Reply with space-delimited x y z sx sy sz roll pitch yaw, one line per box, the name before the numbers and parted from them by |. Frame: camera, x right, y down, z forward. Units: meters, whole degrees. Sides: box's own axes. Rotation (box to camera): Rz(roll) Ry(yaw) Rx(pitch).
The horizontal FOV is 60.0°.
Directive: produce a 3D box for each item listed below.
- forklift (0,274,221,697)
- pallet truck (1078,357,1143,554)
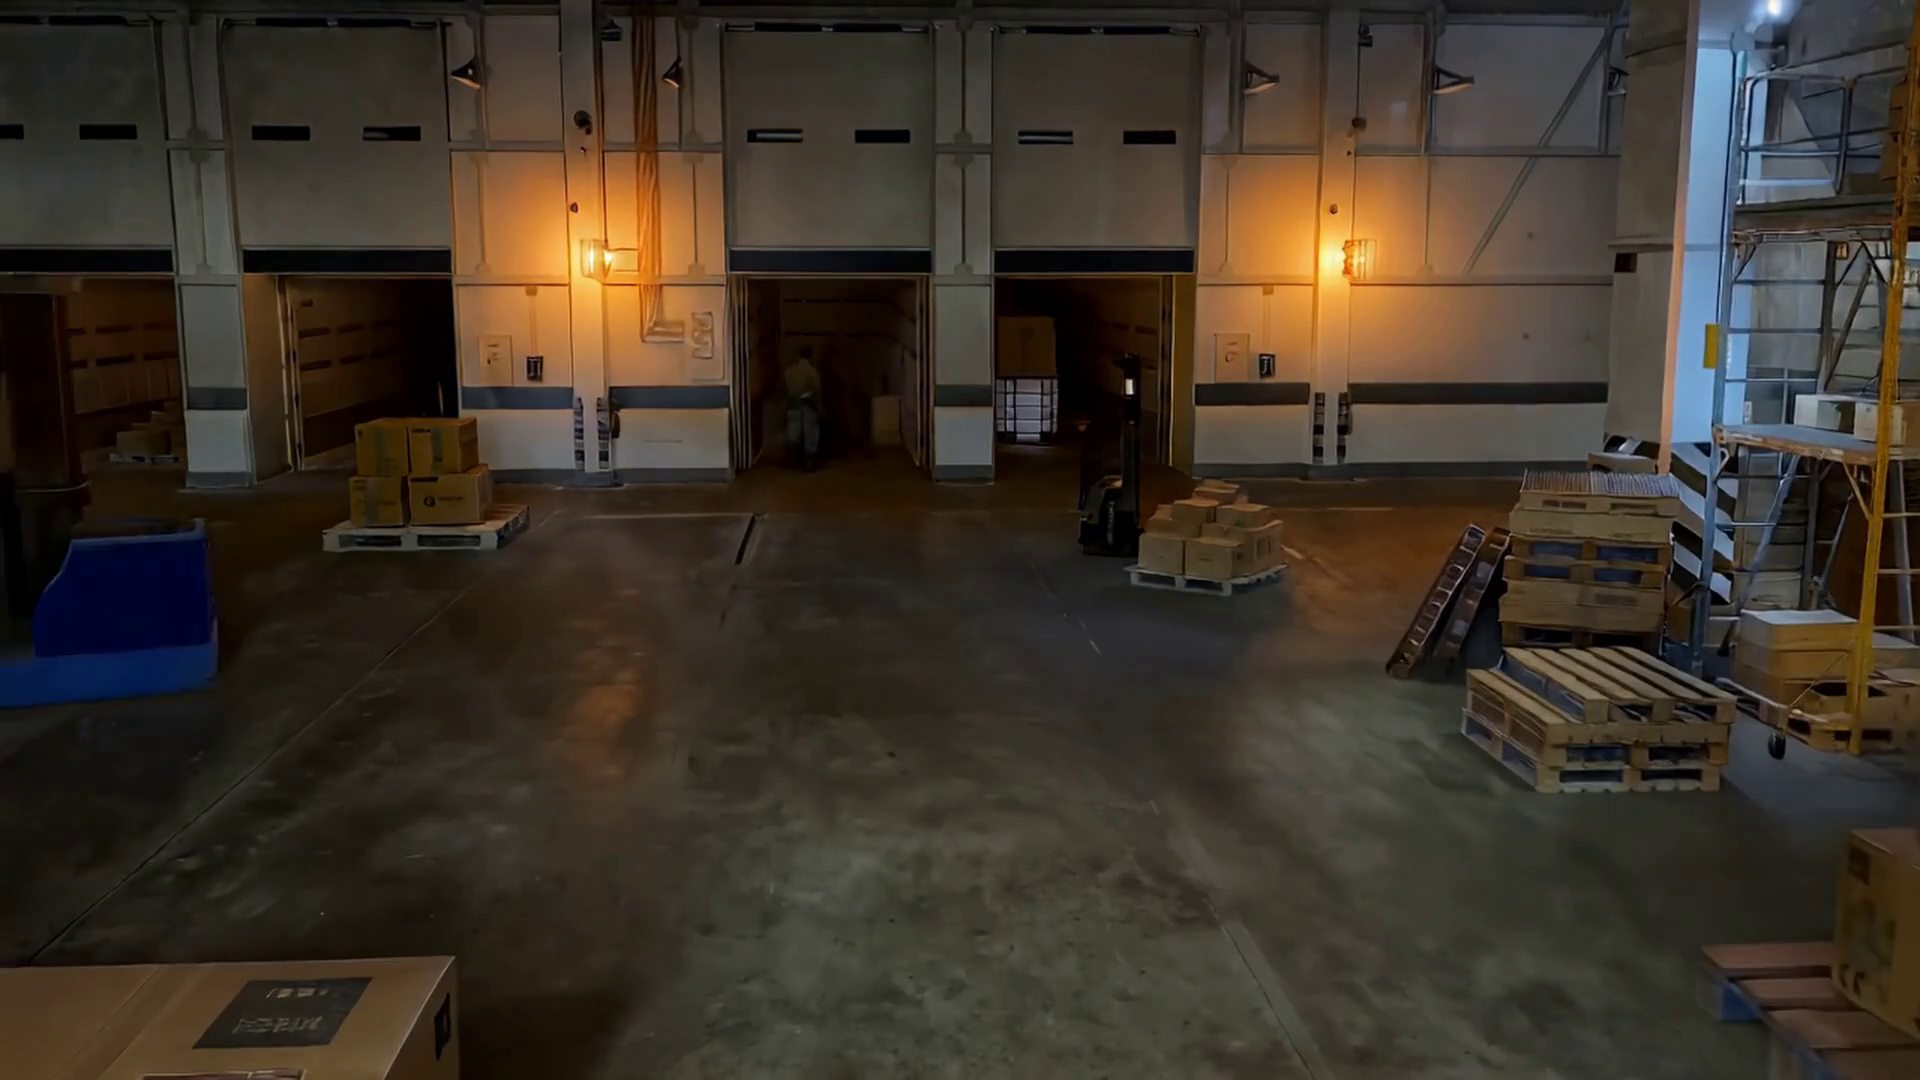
forklift | -6.146 -0.402 11.272 1.873 2.768 1.129 -4 10 -21
pallet truck | 2.088 -0.836 16.757 1.885 1.965 0.823 2 9 13
